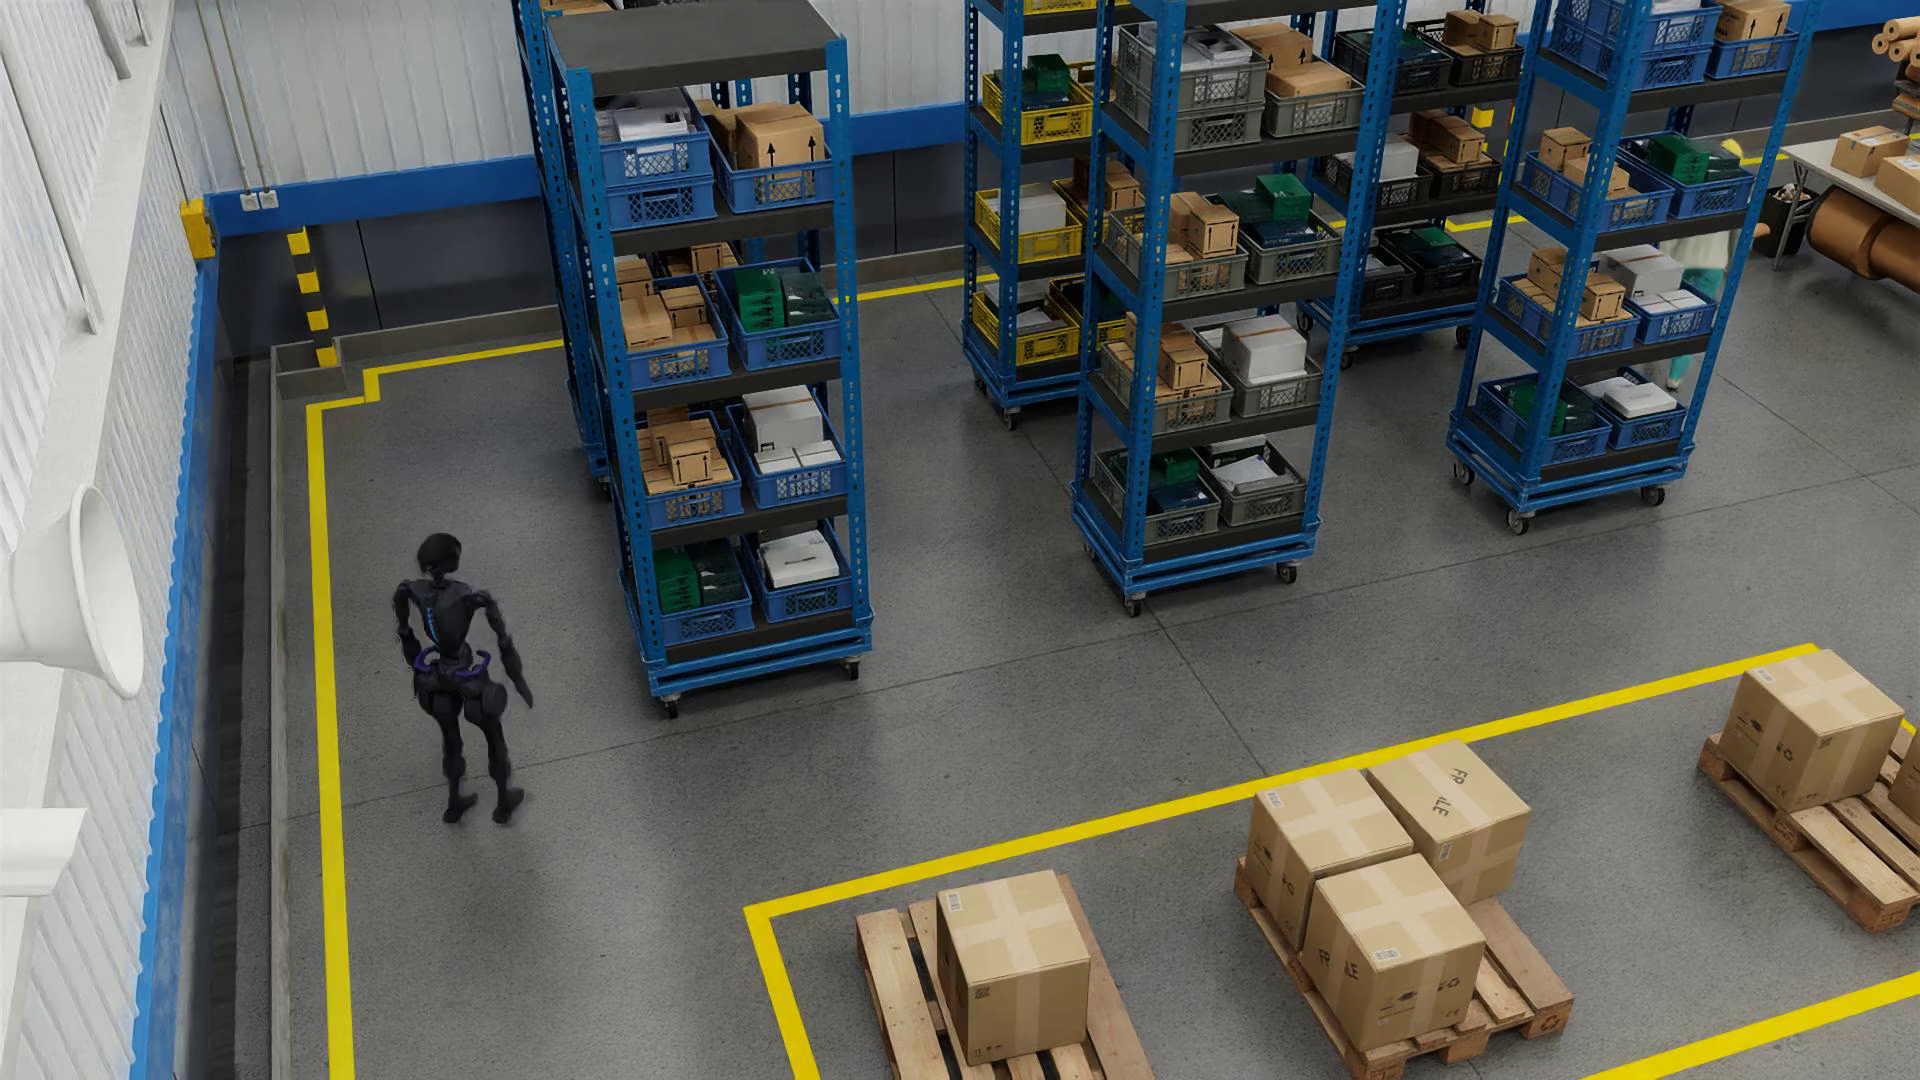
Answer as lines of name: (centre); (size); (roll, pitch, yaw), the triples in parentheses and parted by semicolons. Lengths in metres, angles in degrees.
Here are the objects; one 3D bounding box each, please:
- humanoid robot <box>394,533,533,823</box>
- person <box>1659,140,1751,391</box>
humanoid robot: (-2.358, 0.665, 7.908); (0.587, 1.654, 0.390); (7, 36, 10)
person: (5.144, -1.967, 11.591); (0.531, 1.711, 0.929); (15, 38, 20)
